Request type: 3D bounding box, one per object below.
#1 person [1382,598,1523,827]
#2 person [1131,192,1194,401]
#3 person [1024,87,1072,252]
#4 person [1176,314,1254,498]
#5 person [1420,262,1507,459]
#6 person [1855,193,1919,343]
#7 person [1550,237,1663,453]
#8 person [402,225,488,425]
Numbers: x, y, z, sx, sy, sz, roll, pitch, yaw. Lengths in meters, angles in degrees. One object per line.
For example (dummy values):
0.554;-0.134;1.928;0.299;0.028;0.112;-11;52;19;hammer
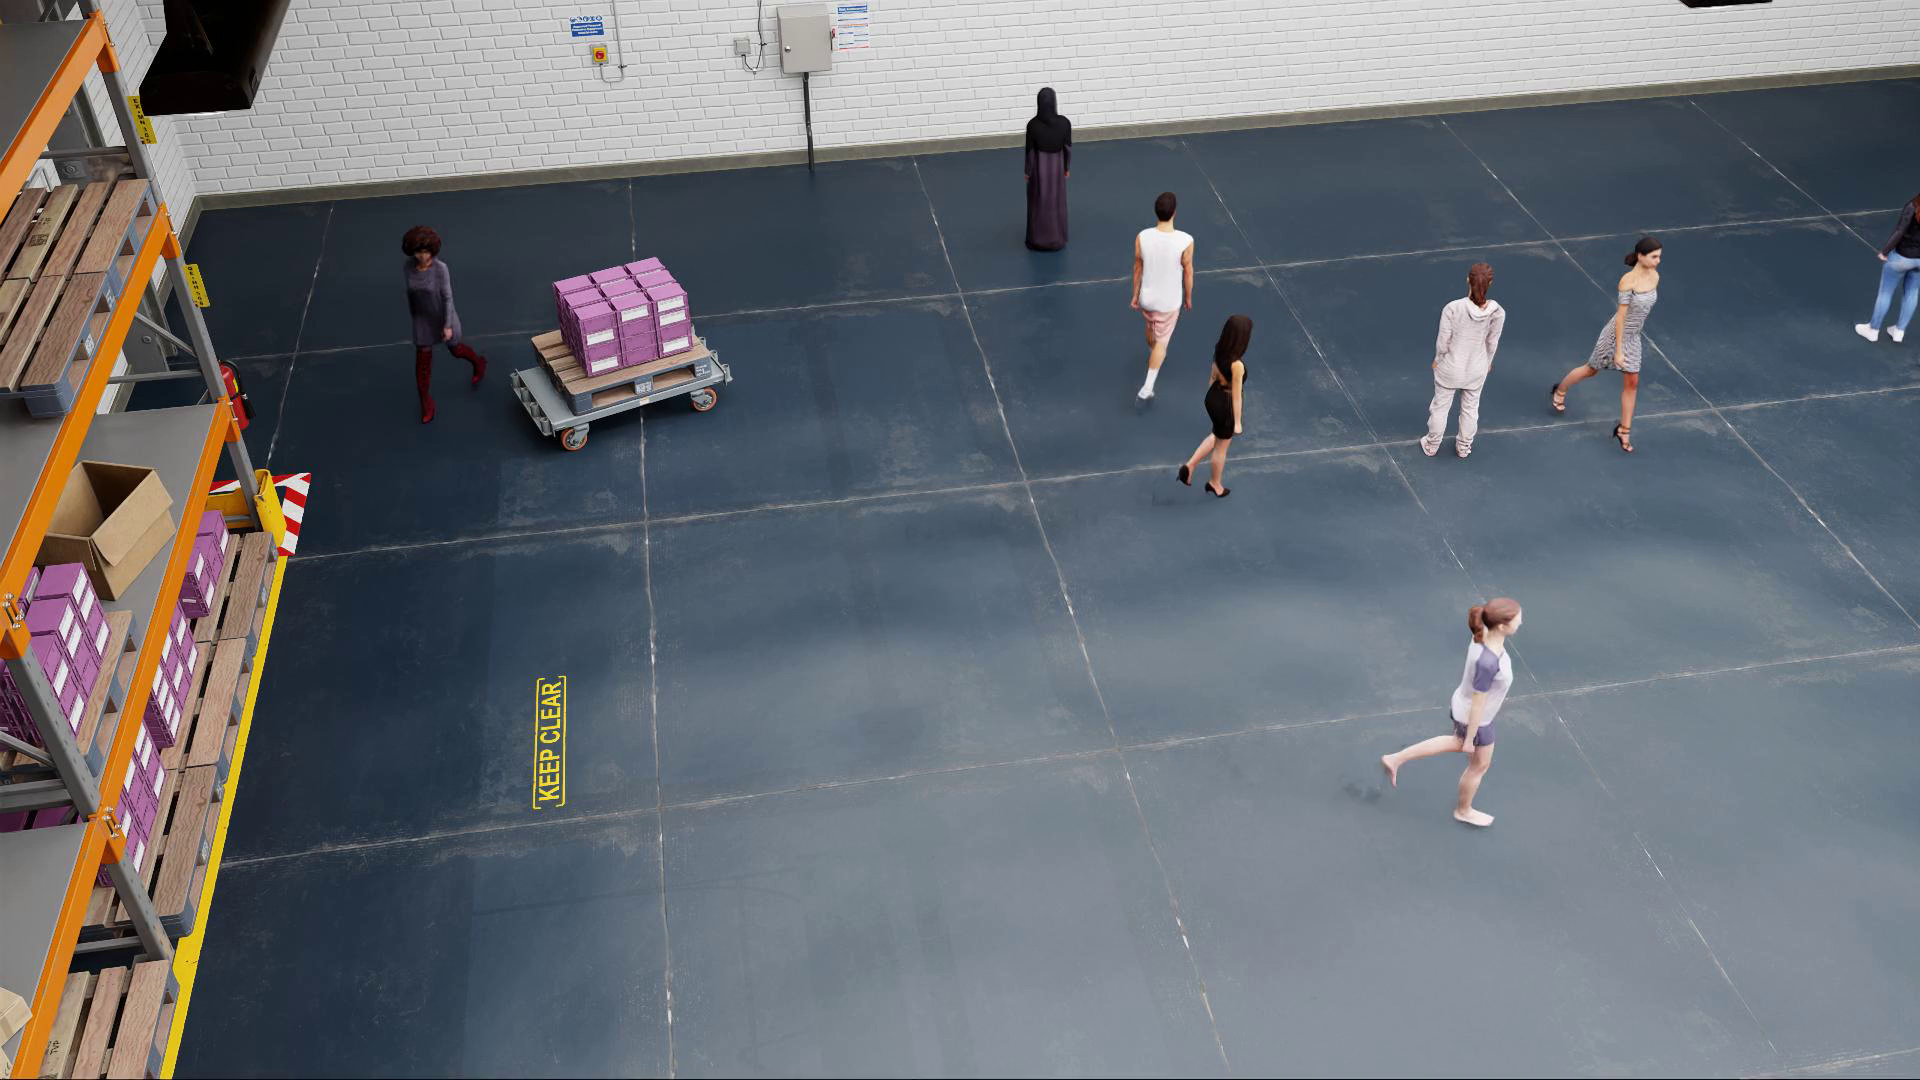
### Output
2.995;1.029;10.004;0.858;1.743;0.973;8;39;10;person
1.642;-1.971;13.754;1.036;1.752;1.237;14;41;17;person
0.823;-3.533;15.819;0.608;1.615;0.590;-4;39;-5;person
1.909;-0.968;12.591;0.686;1.635;0.654;-10;40;-12;person
3.958;-1.390;13.074;0.696;1.693;0.666;4;39;5;person
8.280;-2.459;14.459;0.668;1.634;0.588;-2;39;-2;person
5.174;-1.609;13.281;0.821;1.776;1.163;-18;42;-22;person
-4.229;-1.826;13.627;0.833;1.682;1.118;9;39;11;person
